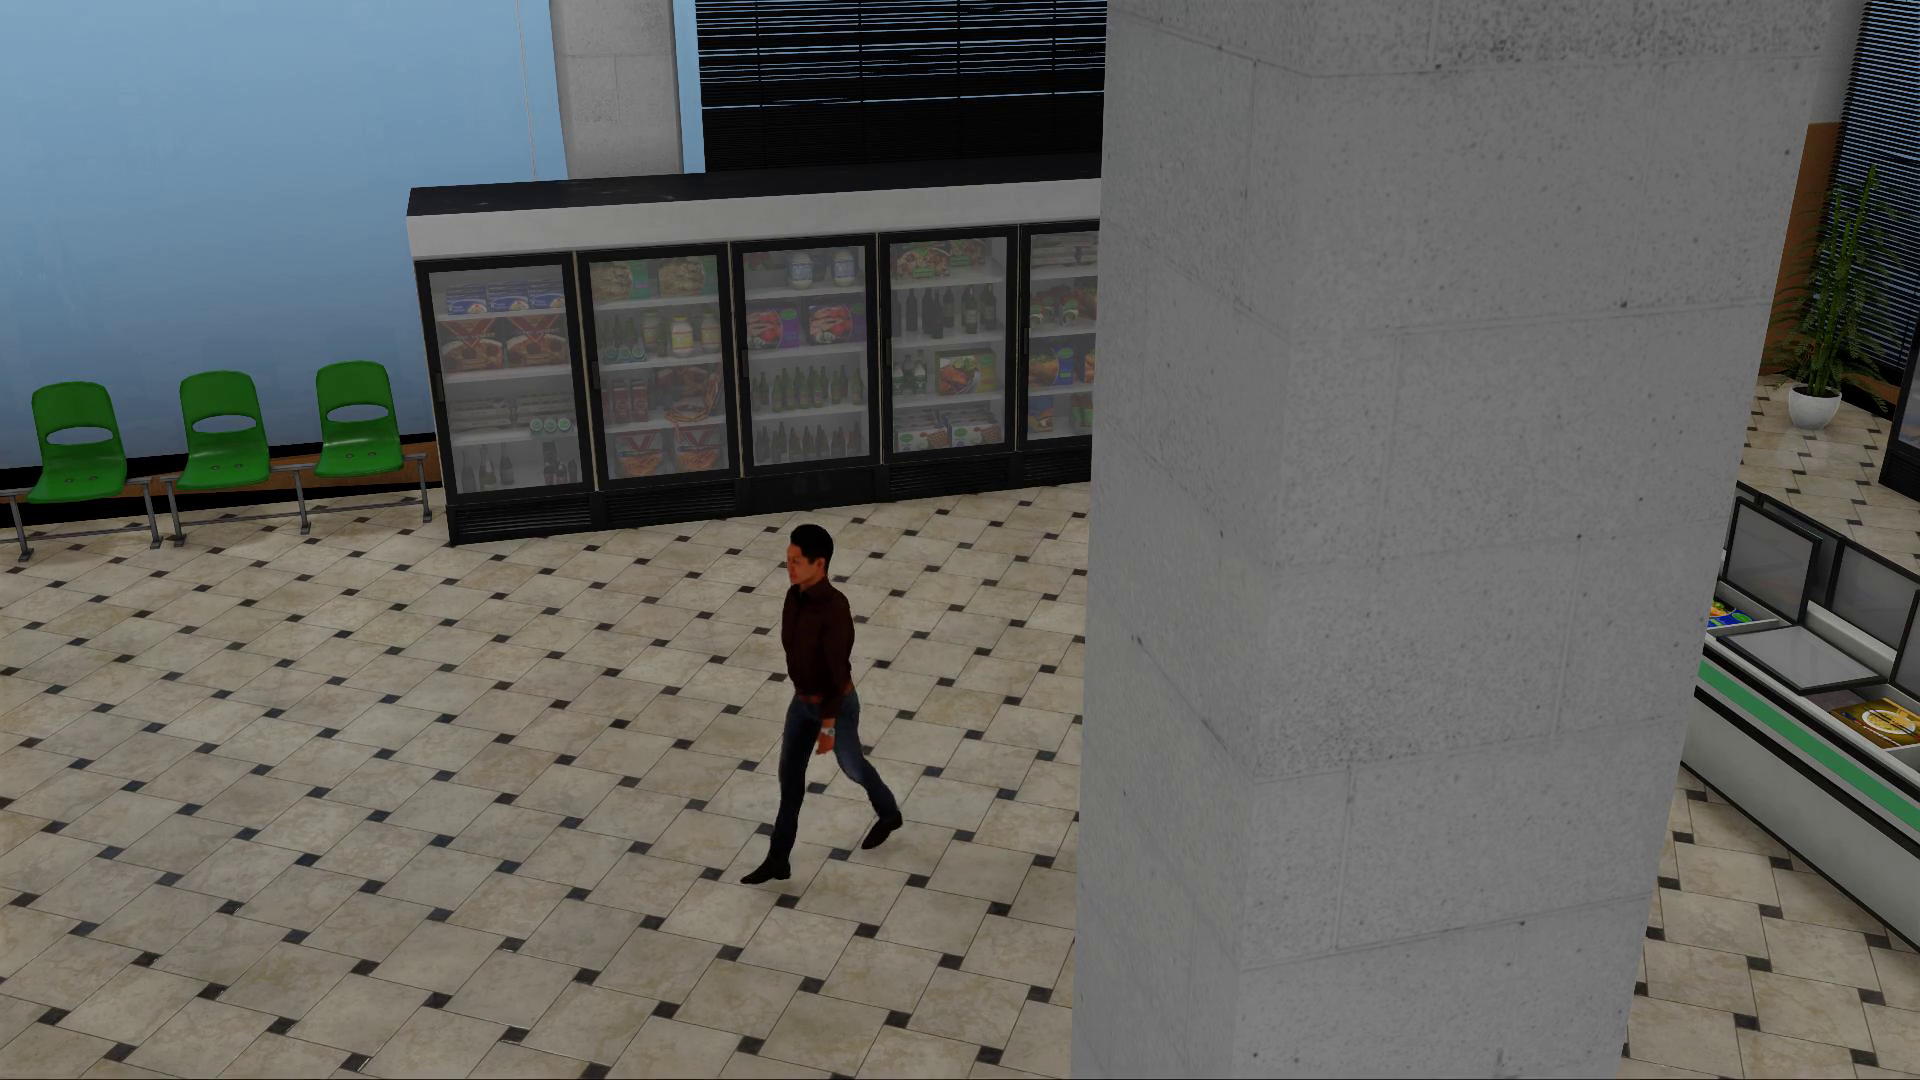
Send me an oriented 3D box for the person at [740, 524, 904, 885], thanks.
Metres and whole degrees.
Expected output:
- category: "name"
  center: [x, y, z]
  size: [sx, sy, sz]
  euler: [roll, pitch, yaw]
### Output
- category: "person"
  center: [-0.551, 0.756, 7.705]
  size: [1.059, 1.740, 1.171]
  euler: [-19, 30, -37]
